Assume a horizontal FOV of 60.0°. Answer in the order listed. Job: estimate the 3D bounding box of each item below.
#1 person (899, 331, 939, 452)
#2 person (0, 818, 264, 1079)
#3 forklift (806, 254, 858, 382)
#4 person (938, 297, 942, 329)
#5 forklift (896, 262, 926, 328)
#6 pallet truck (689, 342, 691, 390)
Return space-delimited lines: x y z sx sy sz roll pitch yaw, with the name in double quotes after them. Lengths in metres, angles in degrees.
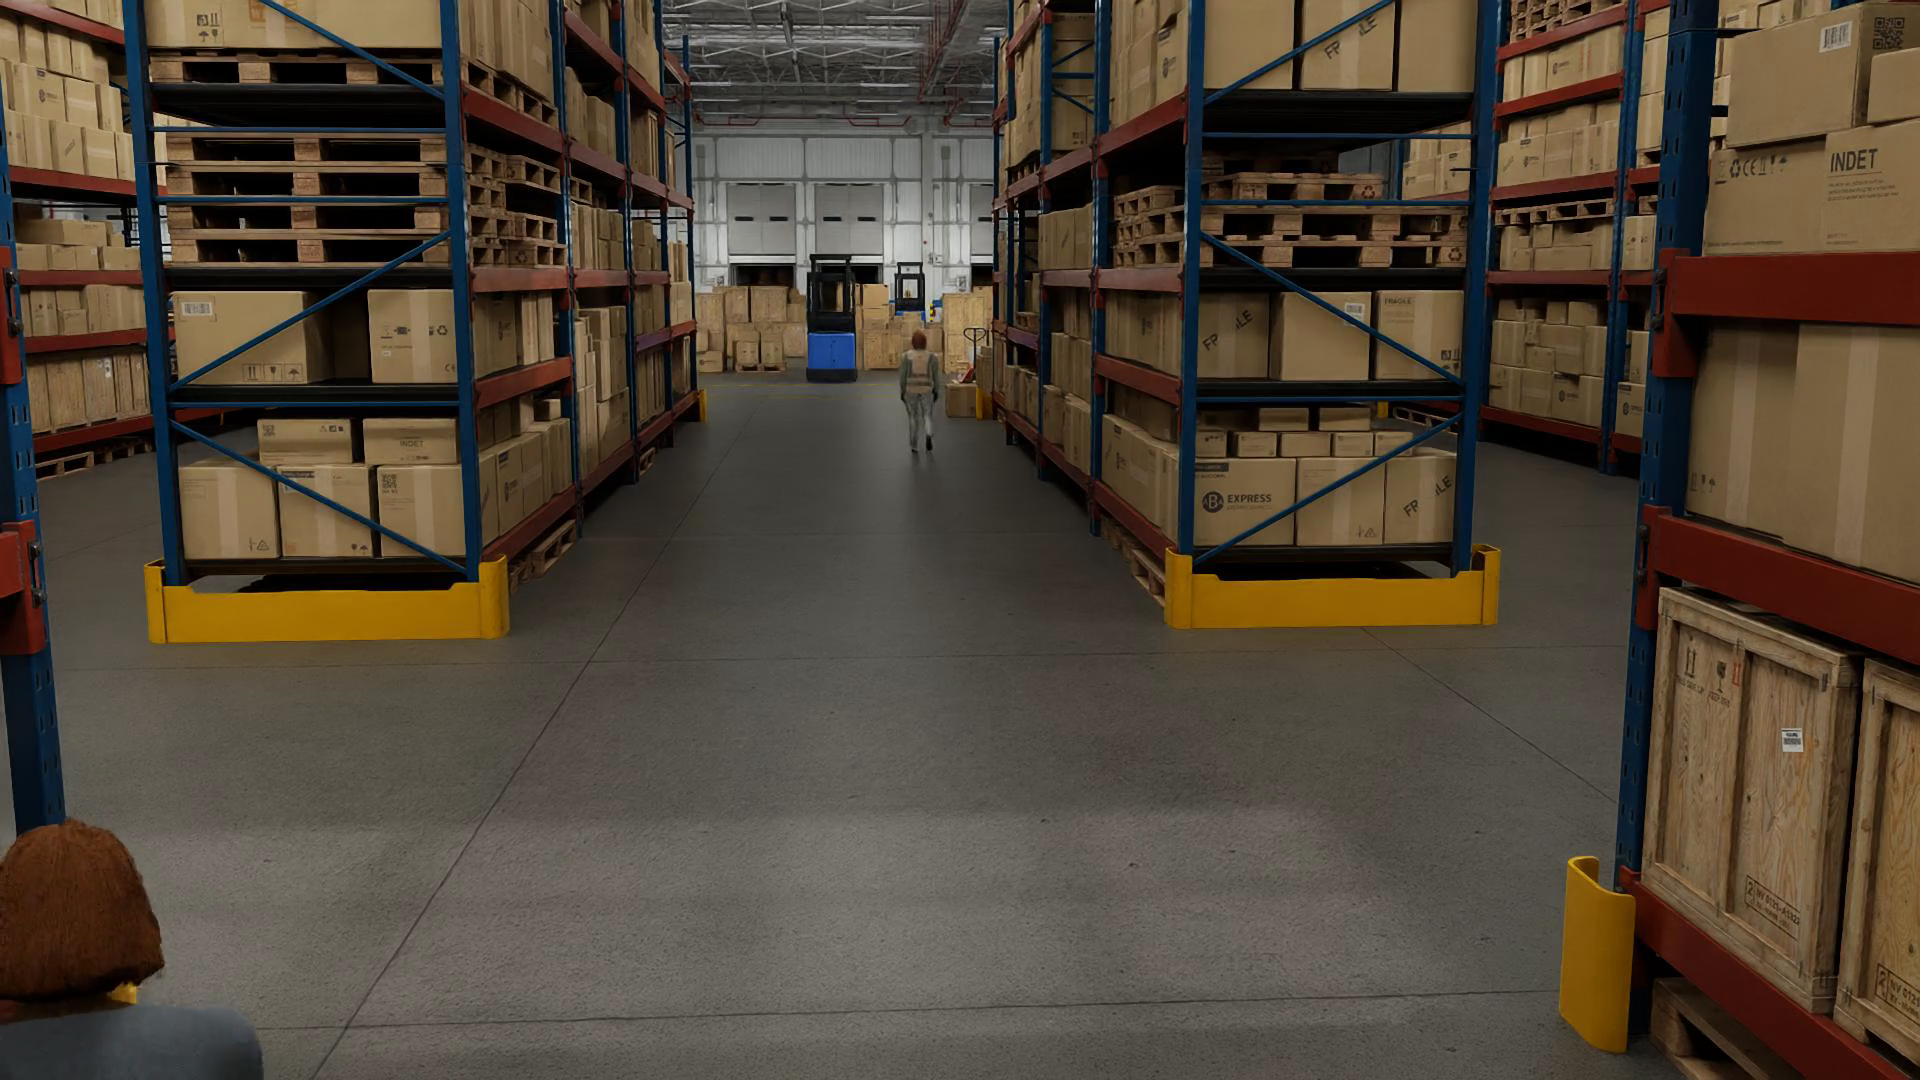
-0.536 -1.955 22.046 0.526 1.627 0.459 -1 9 -8 "person"
-1.243 1.197 2.376 0.484 1.586 0.873 -2 9 -11 "person"
-2.853 -4.941 36.855 1.129 2.768 1.873 -1 9 -4 "forklift"
-0.679 -7.439 56.481 0.758 1.606 0.541 -4 10 -24 "person"
-1.780 -8.547 59.499 1.129 2.768 1.873 -1 9 -4 "forklift"
-5.225 -3.008 27.480 1.885 1.965 0.823 2 9 14 "pallet truck"
